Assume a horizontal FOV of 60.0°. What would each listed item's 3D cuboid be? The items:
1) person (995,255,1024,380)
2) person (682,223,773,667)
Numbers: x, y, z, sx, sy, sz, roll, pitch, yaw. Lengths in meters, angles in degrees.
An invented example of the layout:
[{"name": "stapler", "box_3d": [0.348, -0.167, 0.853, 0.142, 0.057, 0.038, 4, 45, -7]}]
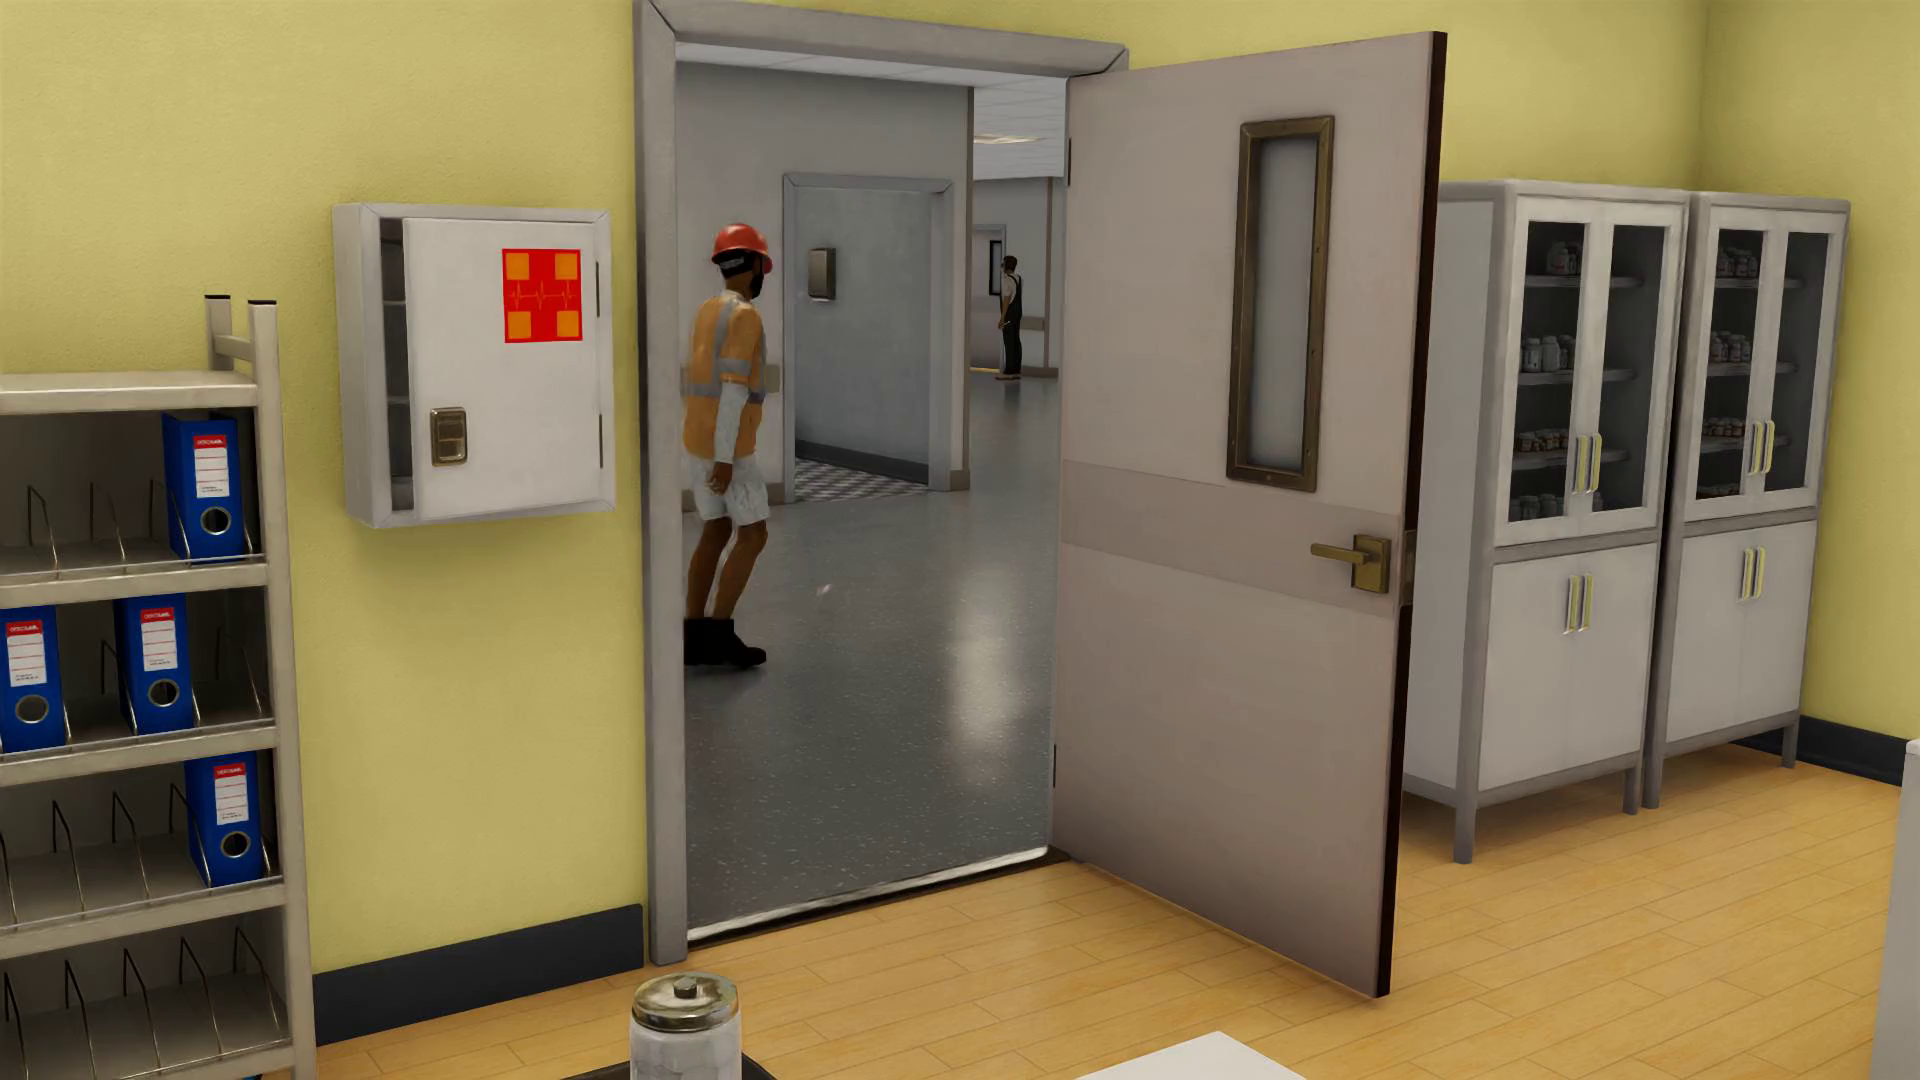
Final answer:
[{"name": "person", "box_3d": [0.742, -3.293, 24.675, 0.343, 1.847, 0.507, 7, 11, 32]}, {"name": "person", "box_3d": [-0.999, -0.404, 7.130, 0.544, 1.890, 0.563, -5, 11, -32]}]
